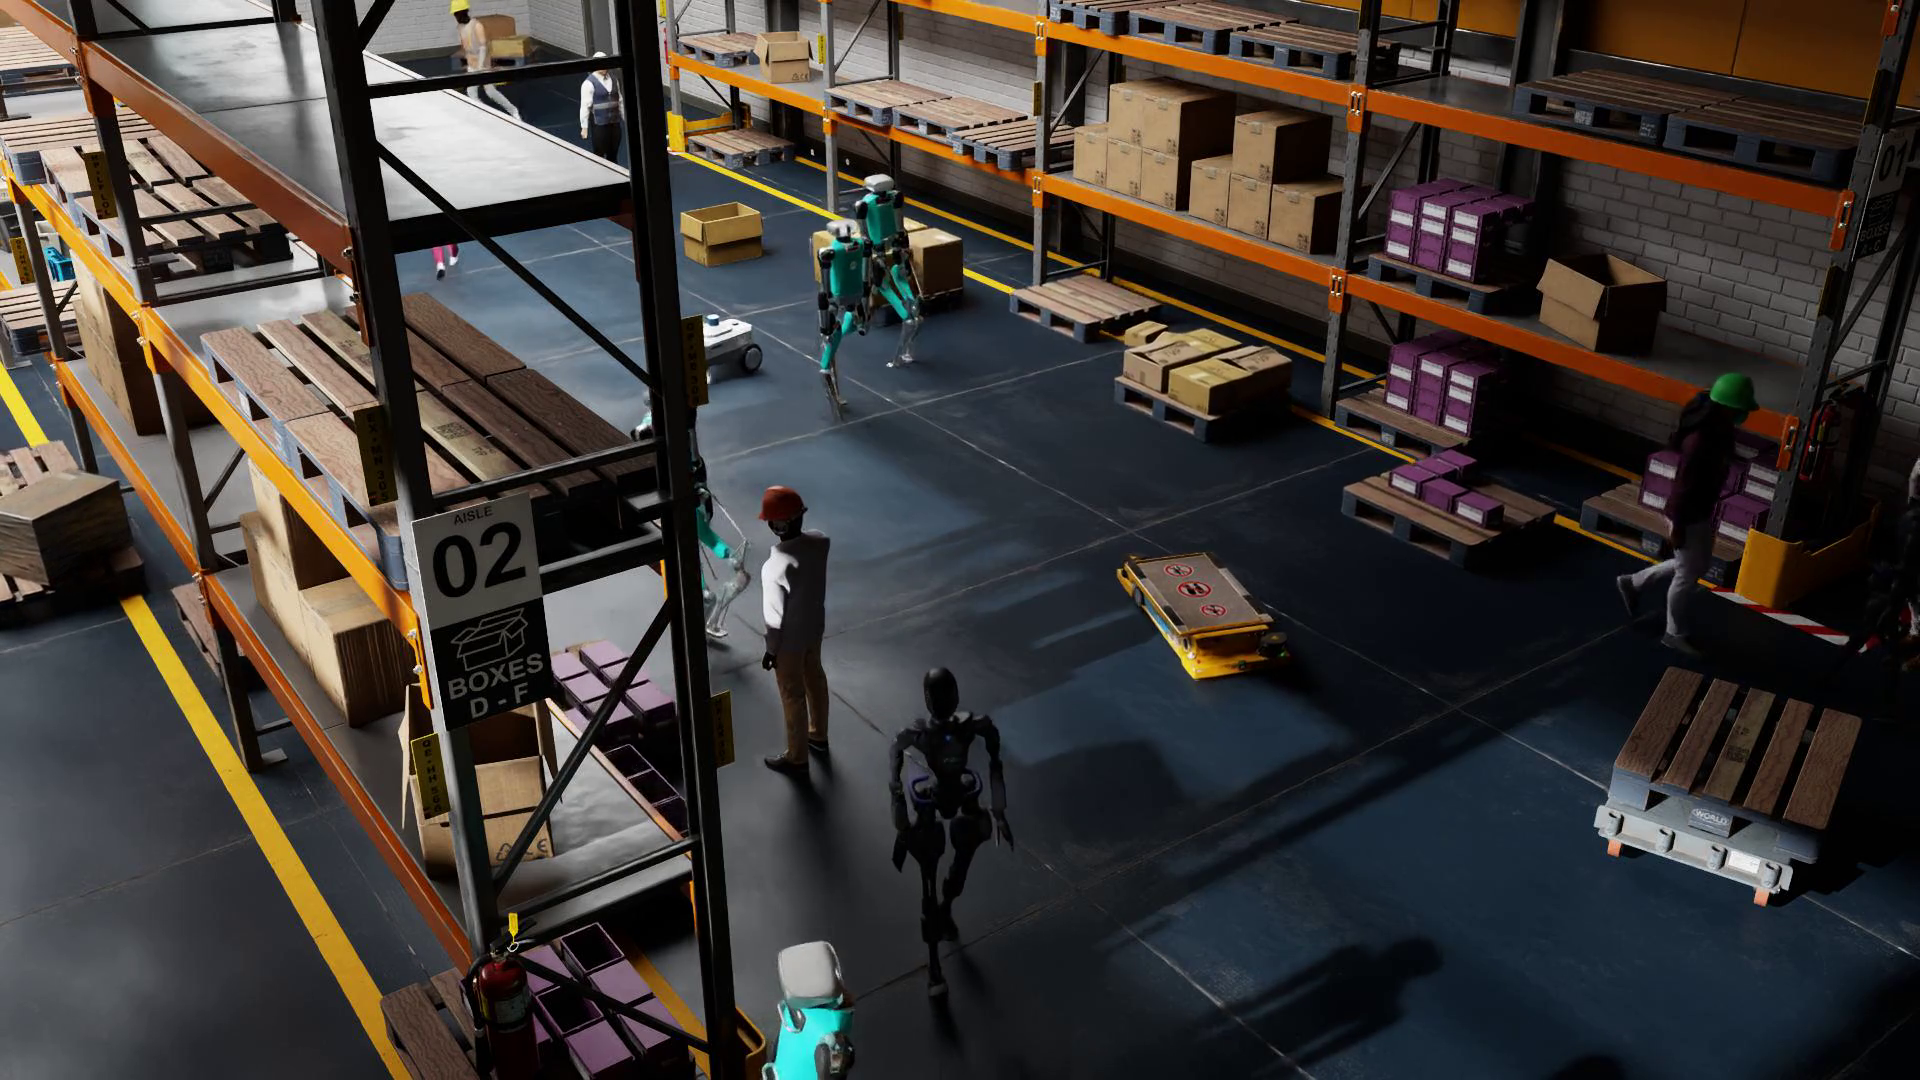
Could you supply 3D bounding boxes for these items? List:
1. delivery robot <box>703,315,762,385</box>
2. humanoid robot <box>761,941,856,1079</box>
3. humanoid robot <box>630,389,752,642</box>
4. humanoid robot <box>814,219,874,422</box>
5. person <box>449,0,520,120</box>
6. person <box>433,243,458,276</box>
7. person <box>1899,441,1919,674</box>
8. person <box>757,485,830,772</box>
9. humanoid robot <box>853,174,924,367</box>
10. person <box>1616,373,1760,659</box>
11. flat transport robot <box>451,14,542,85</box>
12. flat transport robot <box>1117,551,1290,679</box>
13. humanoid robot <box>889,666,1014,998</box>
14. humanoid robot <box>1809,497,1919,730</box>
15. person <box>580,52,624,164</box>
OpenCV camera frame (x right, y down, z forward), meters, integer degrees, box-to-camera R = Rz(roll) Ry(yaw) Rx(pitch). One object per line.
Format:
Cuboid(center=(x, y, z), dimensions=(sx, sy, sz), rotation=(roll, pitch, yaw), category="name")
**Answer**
Cuboid(center=(-2.216, -1.760, 15.176), dimensions=(0.513, 0.601, 0.773), rotation=(20, 33, 34), category="delivery robot")
Cuboid(center=(-0.804, 2.210, 5.980), dimensions=(0.999, 1.756, 0.560), rotation=(-5, 27, -11), category="humanoid robot")
Cuboid(center=(-1.625, -0.042, 10.543), dimensions=(0.735, 1.880, 0.540), rotation=(15, 30, 27), category="humanoid robot")
Cuboid(center=(-1.092, -1.884, 14.134), dimensions=(0.541, 1.807, 0.785), rotation=(-21, 34, -36), category="humanoid robot")
Cuboid(center=(-6.800, -6.805, 23.735), dimensions=(0.596, 1.880, 0.796), rotation=(20, 33, 35), category="person")
Cuboid(center=(-5.557, -3.640, 17.746), dimensions=(0.498, 1.596, 0.806), rotation=(-7, 27, -13), category="person")
Cuboid(center=(6.128, -0.061, 10.291), dimensions=(0.546, 1.909, 0.632), rotation=(-7, 28, -14), category="person")
Cuboid(center=(-0.941, 0.494, 9.356), dimensions=(0.329, 1.748, 0.558), rotation=(13, 29, 24), category="person")
Cuboid(center=(-0.558, -2.405, 15.122), dimensions=(0.548, 1.755, 0.747), rotation=(-21, 34, -36), category="humanoid robot")
Cuboid(center=(4.607, -0.190, 10.534), dimensions=(0.506, 1.924, 0.609), rotation=(-22, 34, -37), category="person")
Cuboid(center=(-7.589, -7.689, 27.282), dimensions=(0.659, 0.231, 1.431), rotation=(1, 27, 2), category="flat transport robot")
Cuboid(center=(1.595, 0.459, 11.073), dimensions=(0.659, 0.231, 1.431), rotation=(-7, 28, -14), category="flat transport robot")
Cuboid(center=(-0.025, 1.337, 7.805), dimensions=(0.592, 1.626, 0.774), rotation=(-7, 27, -13), category="humanoid robot")
Cuboid(center=(5.553, 0.293, 9.876), dimensions=(0.647, 1.619, 0.589), rotation=(19, 33, 34), category="humanoid robot")
Cuboid(center=(-4.379, -5.130, 20.531), dimensions=(0.447, 1.758, 0.758), rotation=(21, 33, 35), category="person")
